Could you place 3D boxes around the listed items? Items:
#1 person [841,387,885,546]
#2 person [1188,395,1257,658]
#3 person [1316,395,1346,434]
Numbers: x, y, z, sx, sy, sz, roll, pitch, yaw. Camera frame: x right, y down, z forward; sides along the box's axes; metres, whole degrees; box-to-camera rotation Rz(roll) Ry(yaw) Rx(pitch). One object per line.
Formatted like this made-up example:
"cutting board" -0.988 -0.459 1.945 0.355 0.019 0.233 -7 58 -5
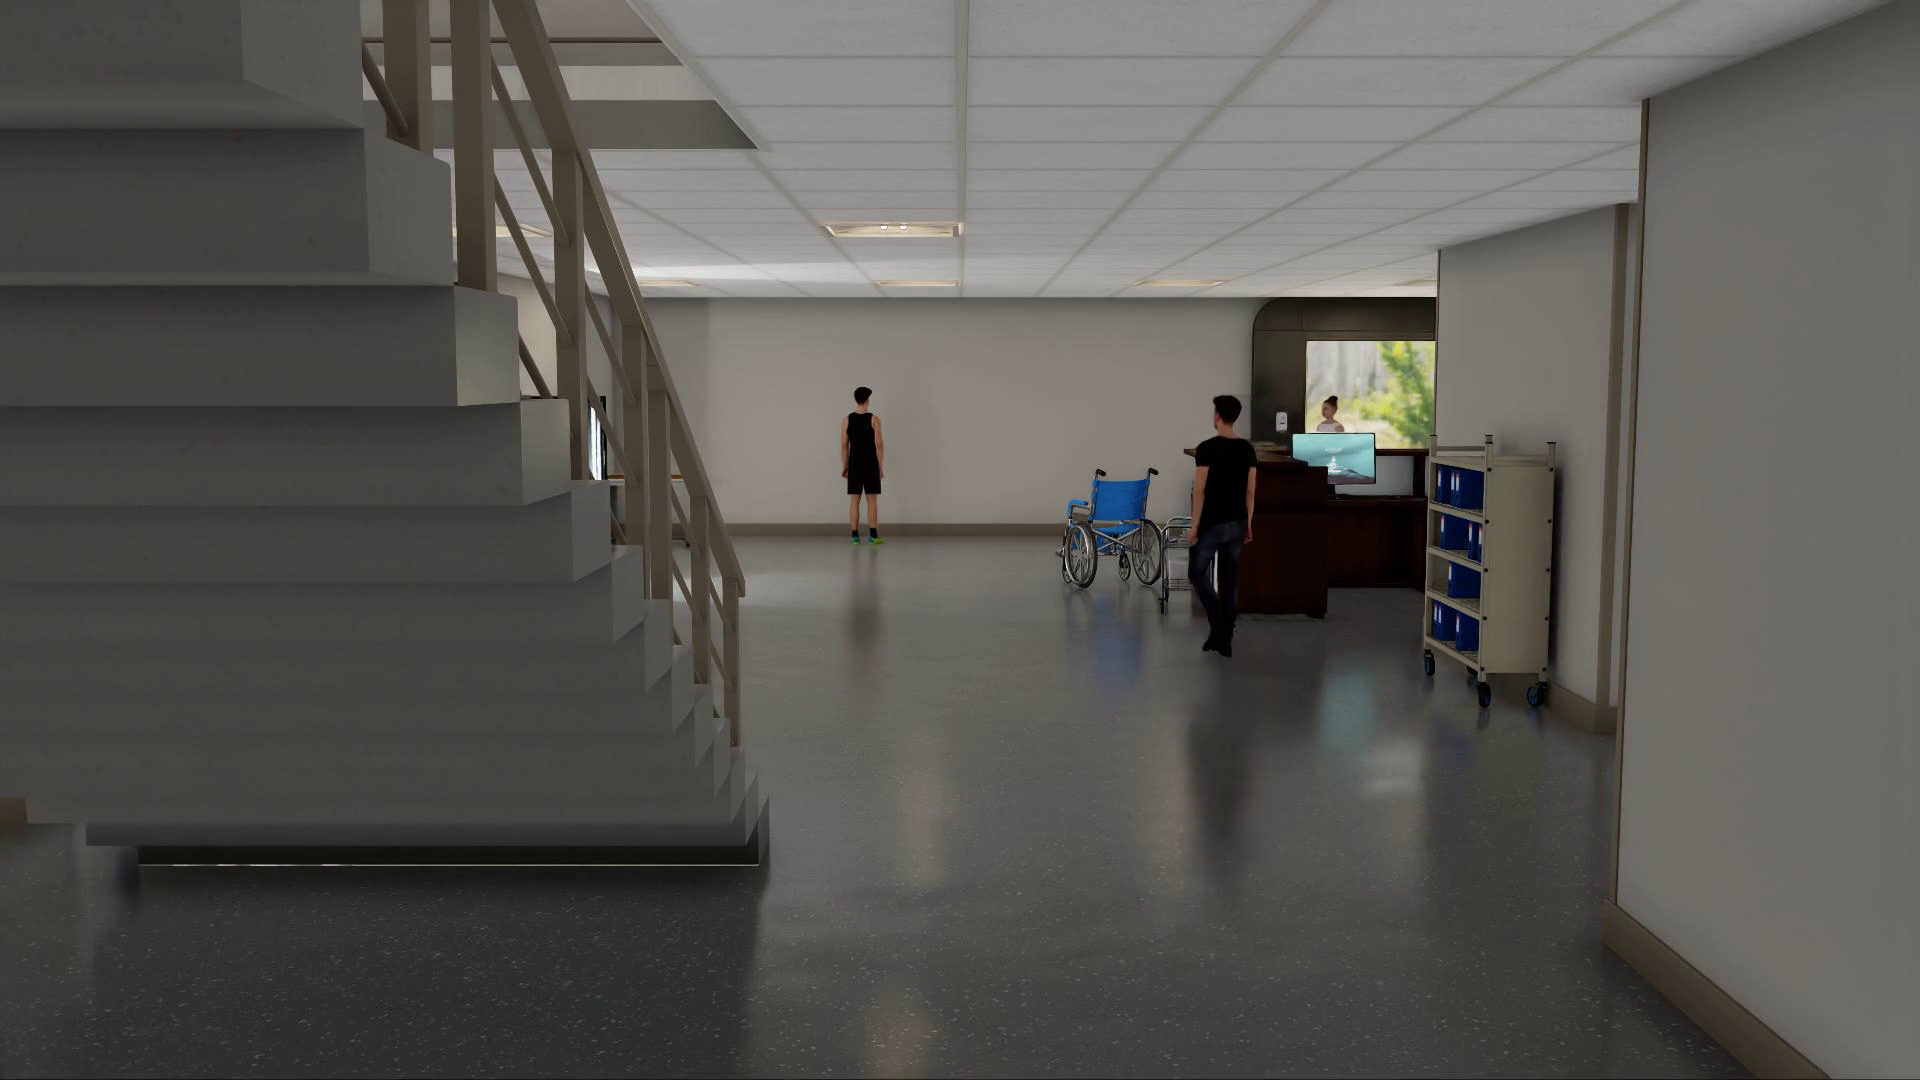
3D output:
"person" -1.164 -0.889 19.894 0.722 1.891 0.652 1 6 11
"person" 1.925 -0.092 11.991 0.806 1.888 0.802 -2 6 -18
"person" 4.373 -0.756 19.311 1.064 1.743 1.062 -5 7 -39
